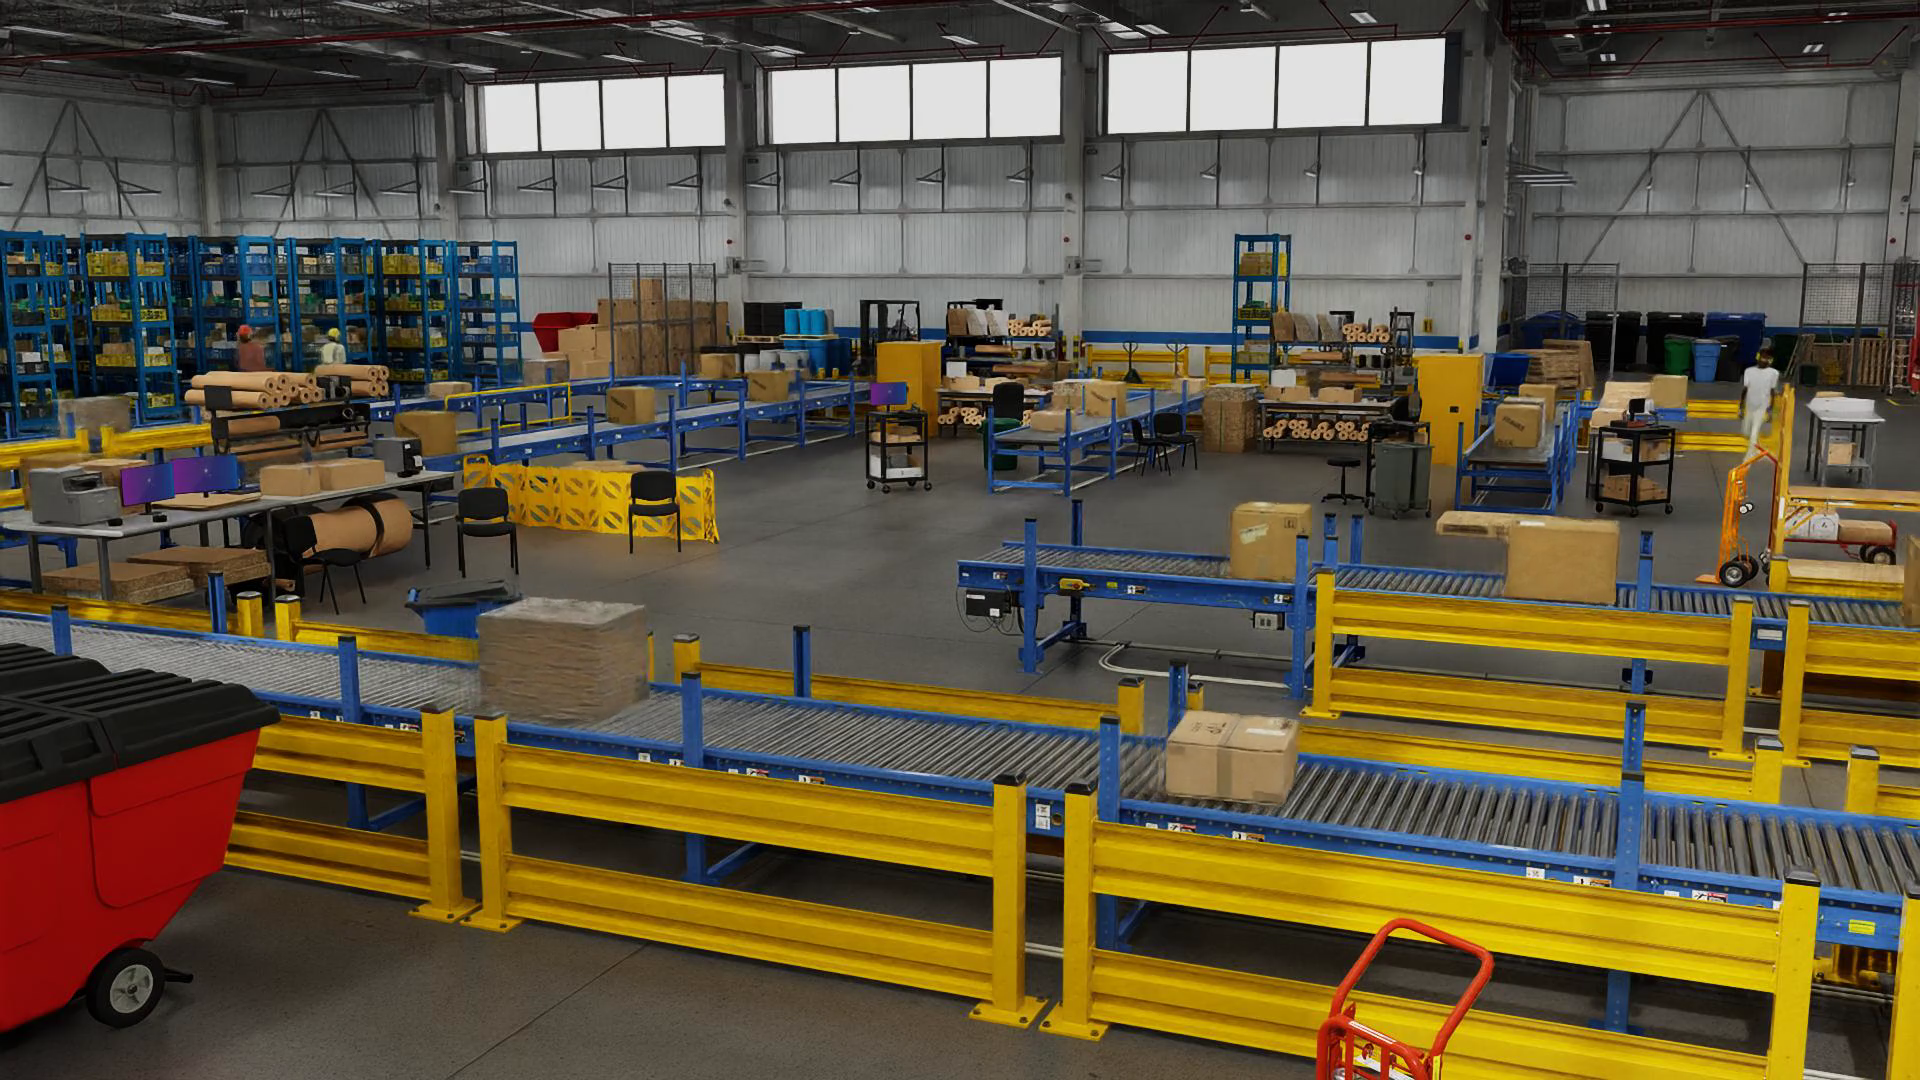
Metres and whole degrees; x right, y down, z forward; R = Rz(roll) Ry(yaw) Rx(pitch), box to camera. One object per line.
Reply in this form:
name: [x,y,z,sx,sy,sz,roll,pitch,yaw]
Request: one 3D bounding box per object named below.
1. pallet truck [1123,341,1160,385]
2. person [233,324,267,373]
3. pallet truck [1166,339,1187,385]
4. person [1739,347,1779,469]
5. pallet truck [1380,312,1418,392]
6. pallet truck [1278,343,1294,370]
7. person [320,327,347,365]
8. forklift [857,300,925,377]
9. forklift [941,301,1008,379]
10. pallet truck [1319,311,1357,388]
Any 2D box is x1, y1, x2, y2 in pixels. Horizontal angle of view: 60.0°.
pallet truck: [4.445,-4.380,41.279,0.680,1.201,1.601,4,10,22]
person: [-12.877,-2.909,30.119,0.630,1.976,0.580,6,11,30]
pallet truck: [5.418,-4.269,40.420,0.704,1.261,1.522,3,10,20]
person: [11.960,-1.978,24.893,0.515,1.839,0.606,9,13,42]
pallet truck: [10.207,-4.283,38.369,0.823,1.965,1.885,3,10,20]
pallet truck: [7.886,-4.163,39.743,0.653,1.274,1.630,4,10,22]
person: [-12.317,-3.281,32.832,0.616,1.815,0.420,5,11,27]
forklift: [-1.732,-5.109,42.468,1.157,1.987,2.680,4,10,22]
forklift: [0.365,-4.966,41.571,1.157,1.987,2.680,3,10,20]
pallet truck: [9.071,-4.419,39.190,0.823,1.965,1.885,5,10,26]
